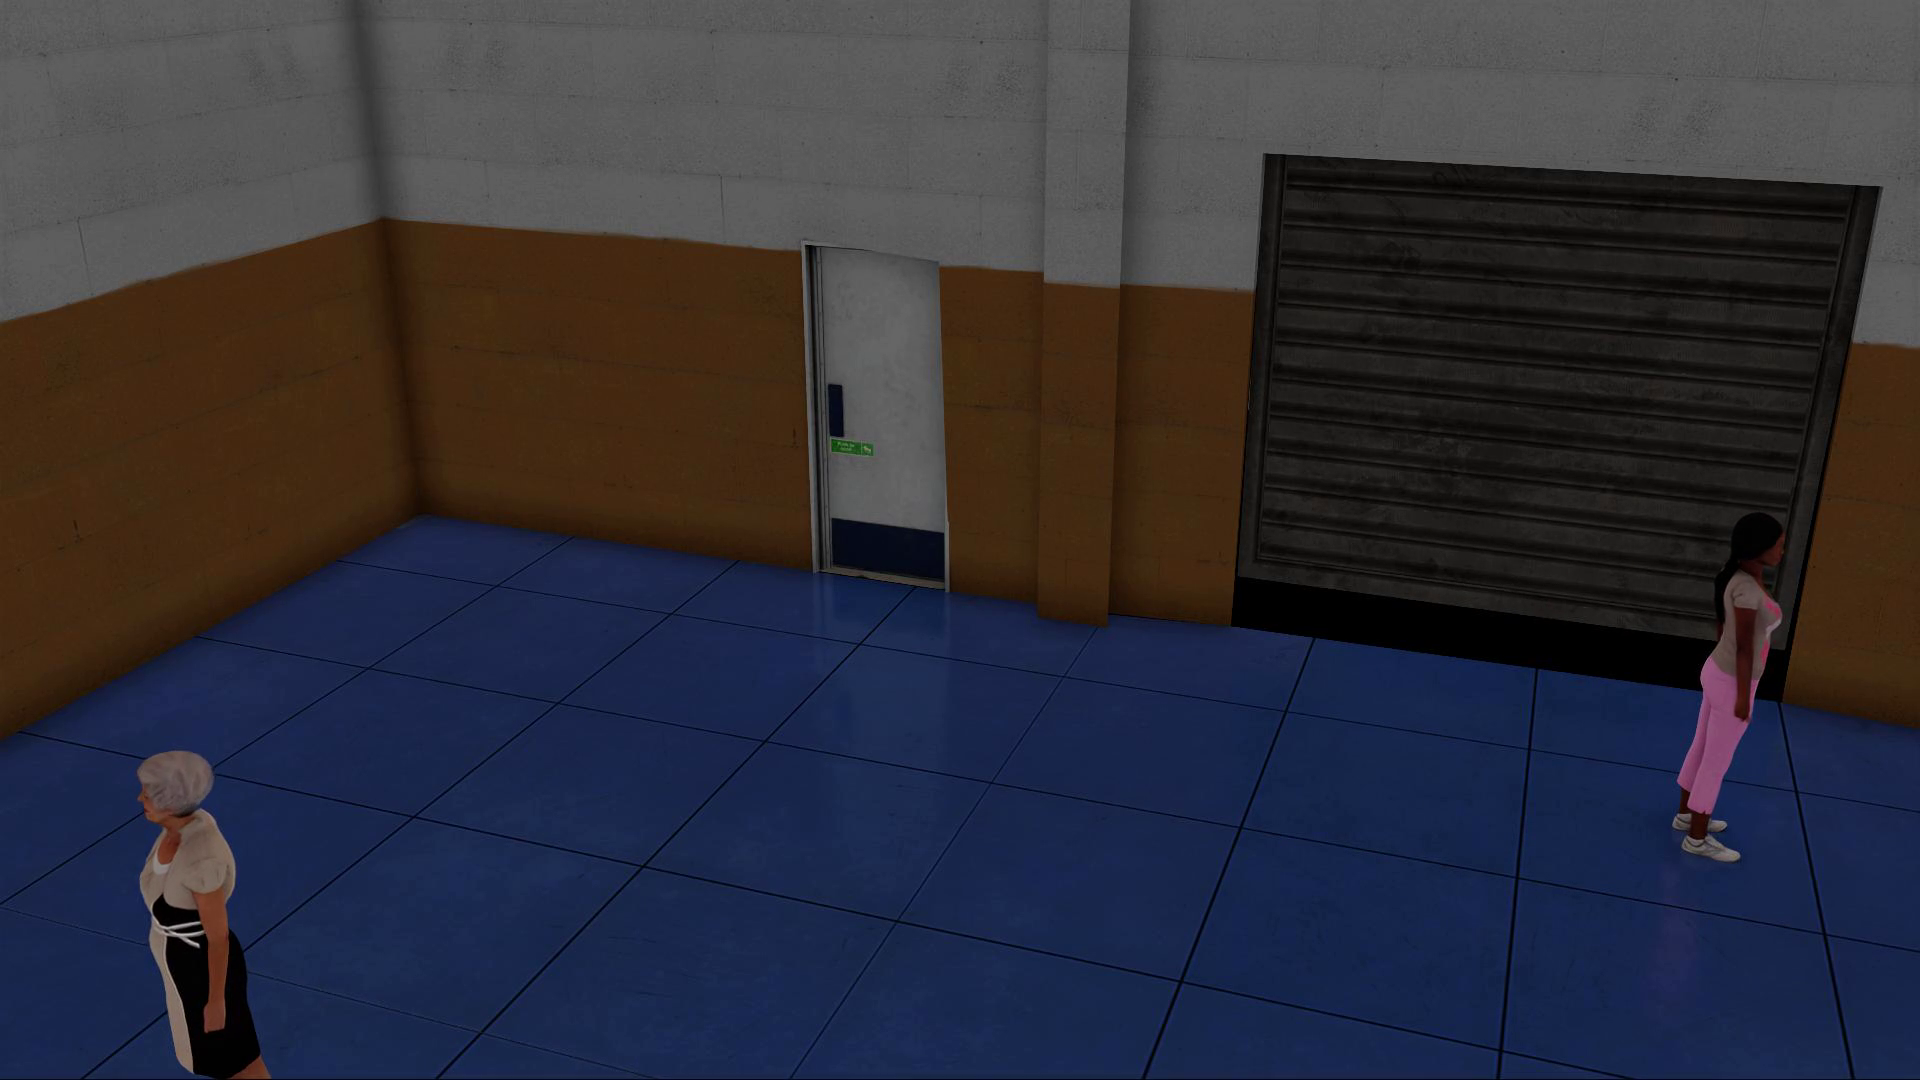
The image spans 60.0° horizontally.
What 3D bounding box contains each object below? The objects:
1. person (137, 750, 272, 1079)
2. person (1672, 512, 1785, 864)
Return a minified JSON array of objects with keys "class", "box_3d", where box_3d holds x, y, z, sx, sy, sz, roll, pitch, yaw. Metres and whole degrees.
[{"class":"person","box_3d":[-2.640,1.522,5.878,0.761,1.755,0.663,-14,26,-32]},{"class":"person","box_3d":[3.681,0.688,7.970,0.549,1.744,0.603,5,22,11]}]
